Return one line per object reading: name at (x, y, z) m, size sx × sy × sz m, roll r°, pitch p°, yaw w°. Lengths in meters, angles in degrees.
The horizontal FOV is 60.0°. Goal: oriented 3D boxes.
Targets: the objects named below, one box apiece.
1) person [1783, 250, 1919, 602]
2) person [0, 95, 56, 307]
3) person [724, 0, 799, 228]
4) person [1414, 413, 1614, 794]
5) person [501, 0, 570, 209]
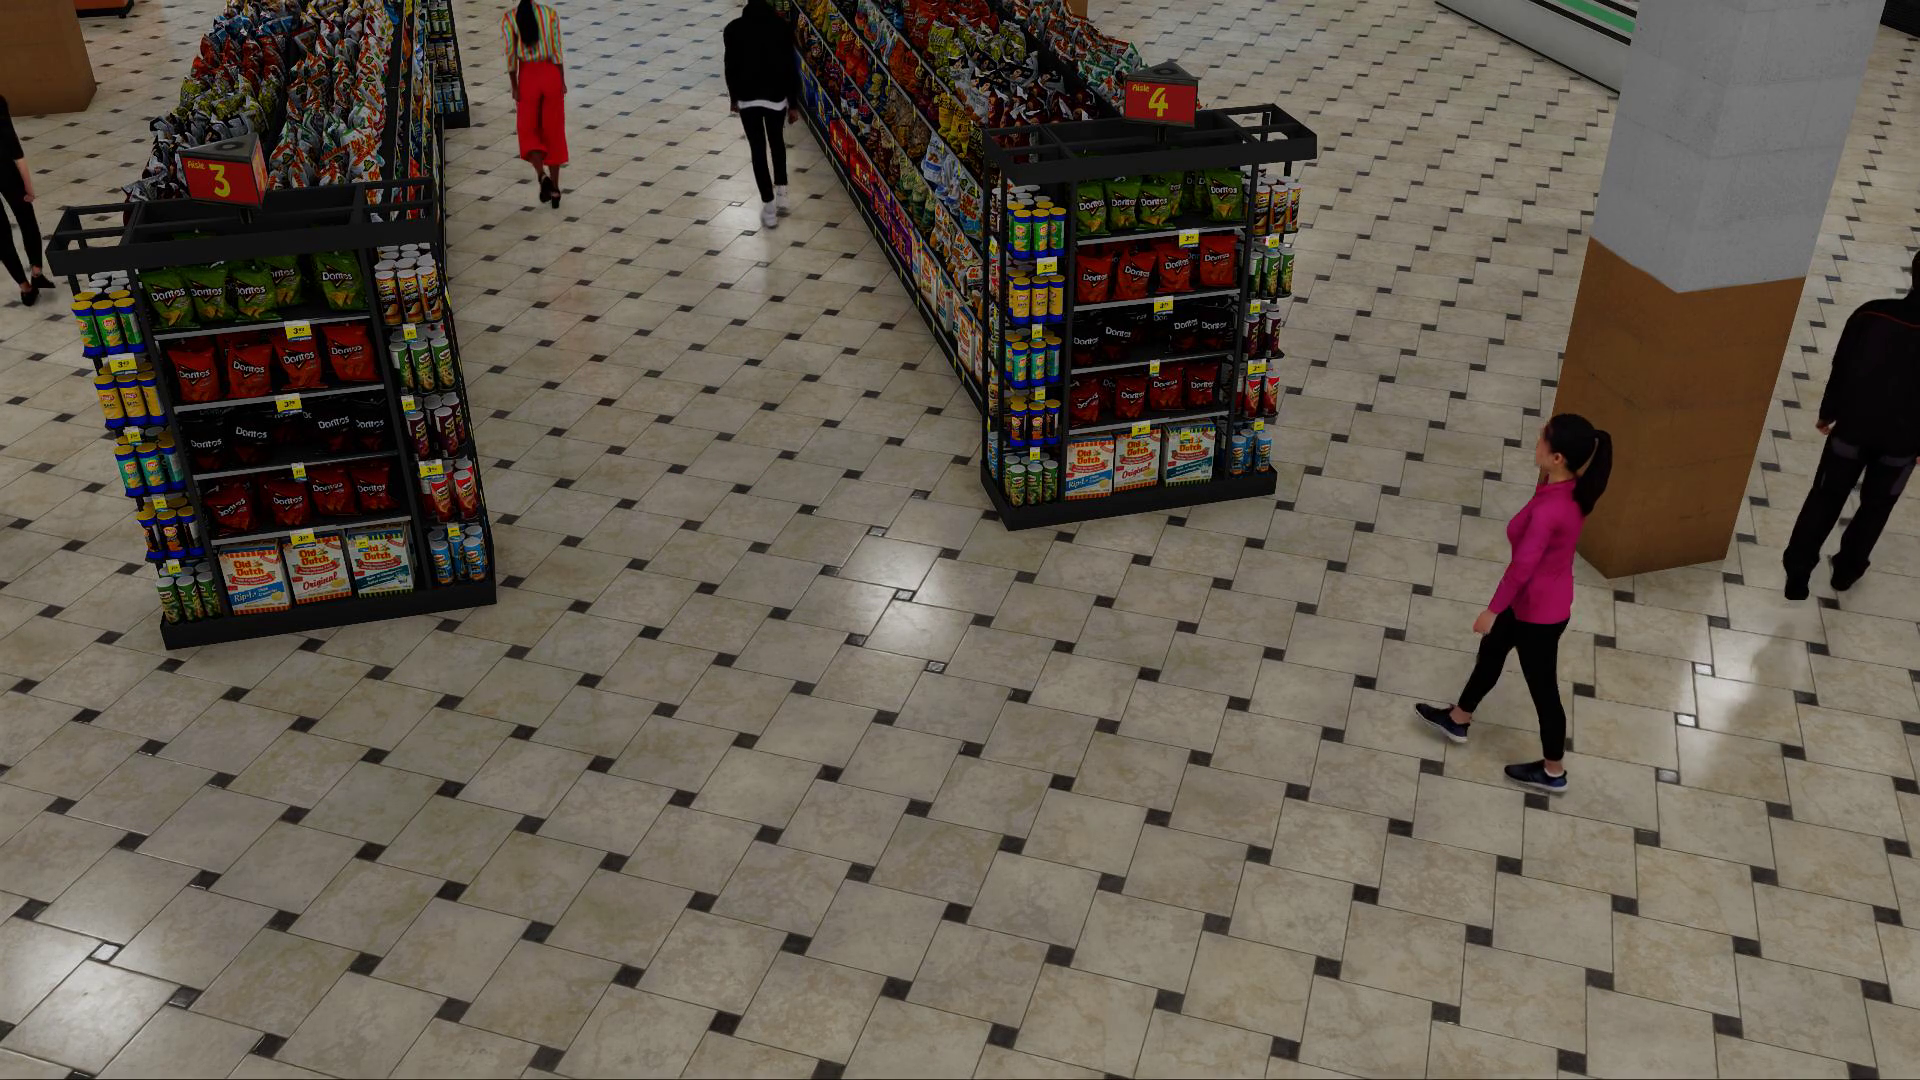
person at (4.244, -0.481, 7.734) m, size 1.094 × 1.821 × 1.107 m, roll 24°, pitch 39°, yaw 33°
person at (-6.300, -2.314, 10.798) m, size 0.604 × 1.696 × 0.616 m, roll -9°, pitch 33°, yaw -14°
person at (-1.418, -3.150, 12.047) m, size 0.661 × 1.797 × 0.737 m, roll -9°, pitch 33°, yaw -14°
person at (2.393, 0.303, 6.613) m, size 1.021 × 1.675 × 0.946 m, roll 17°, pitch 36°, yaw 26°
person at (-3.085, -3.277, 12.265) m, size 0.592 × 1.782 × 0.815 m, roll -10°, pitch 33°, yaw -16°
